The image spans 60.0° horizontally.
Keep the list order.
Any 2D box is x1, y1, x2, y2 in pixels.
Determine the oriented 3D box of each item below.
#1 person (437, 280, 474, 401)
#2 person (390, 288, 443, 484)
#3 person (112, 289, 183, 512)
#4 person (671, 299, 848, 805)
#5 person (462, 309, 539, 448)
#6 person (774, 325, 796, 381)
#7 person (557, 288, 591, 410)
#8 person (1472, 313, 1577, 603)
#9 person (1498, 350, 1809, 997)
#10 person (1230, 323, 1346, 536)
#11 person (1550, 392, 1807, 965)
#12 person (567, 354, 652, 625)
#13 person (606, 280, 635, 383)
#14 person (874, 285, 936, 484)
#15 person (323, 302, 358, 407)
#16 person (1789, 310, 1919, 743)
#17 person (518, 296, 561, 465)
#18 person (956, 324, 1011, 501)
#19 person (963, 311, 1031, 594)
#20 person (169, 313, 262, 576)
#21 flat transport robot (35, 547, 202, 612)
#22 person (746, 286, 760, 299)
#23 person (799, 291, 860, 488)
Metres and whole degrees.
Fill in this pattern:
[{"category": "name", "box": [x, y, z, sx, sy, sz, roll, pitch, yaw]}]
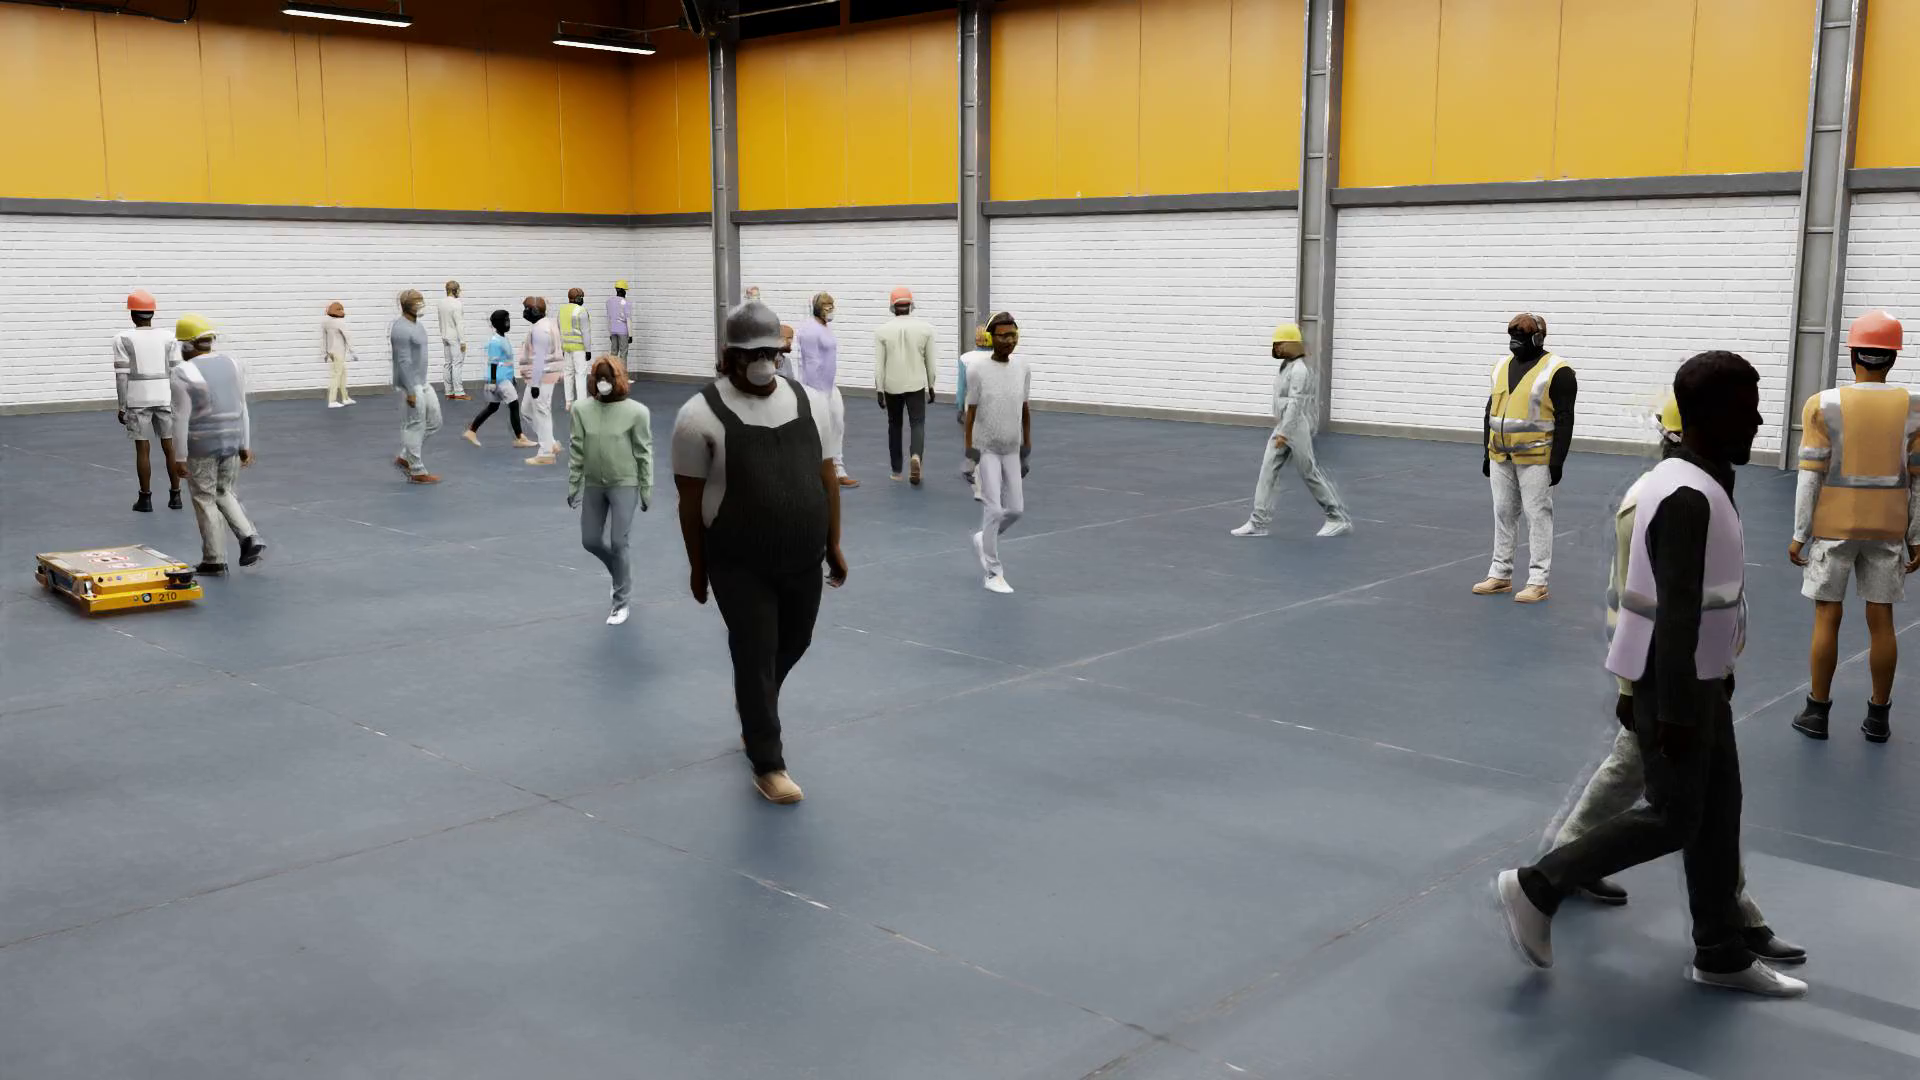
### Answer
[{"category": "person", "box": [-8.135, -3.198, 26.739, 0.628, 1.939, 0.373, 9, 13, 42]}, {"category": "person", "box": [-5.336, -1.495, 16.318, 0.425, 1.928, 0.658, 0, 9, 0]}, {"category": "person", "box": [-7.093, -1.214, 14.557, 0.548, 1.942, 0.348, -8, 12, -40]}, {"category": "person", "box": [-0.837, -0.011, 6.880, 0.678, 2.000, 0.923, -6, 11, -33]}, {"category": "person", "box": [-5.491, -1.904, 19.668, 0.868, 1.655, 0.523, -1, 9, -9]}, {"category": "person", "box": [-1.605, -1.155, 15.209, 0.639, 1.608, 0.502, 2, 9, 11]}, {"category": "person", "box": [-5.728, -2.847, 24.882, 0.634, 1.839, 0.429, 7, 12, 38]}, {"category": "person", "box": [3.596, -0.526, 10.647, 0.429, 1.841, 0.633, -6, 11, -32]}, {"category": "person", "box": [2.068, 0.393, 4.849, 0.746, 1.905, 0.611, 5, 10, 27]}, {"category": "person", "box": [2.645, -0.862, 13.152, 0.908, 1.700, 0.500, -2, 9, -12]}, {"category": "person", "box": [2.286, 0.384, 5.314, 0.871, 1.804, 0.607, 7, 12, 37]}, {"category": "person", "box": [-2.094, -0.322, 10.069, 0.517, 1.617, 0.526, 2, 9, 11]}, {"category": "person", "box": [-6.280, -3.851, 30.805, 0.582, 1.919, 0.388, 5, 11, 29]}, {"category": "person", "box": [-0.541, -1.522, 16.390, 0.619, 1.965, 0.858, 0, 9, -1]}, {"category": "person", "box": [-9.512, -2.855, 25.649, 0.508, 1.610, 0.700, 7, 11, 36]}, {"category": "person", "box": [4.032, -0.057, 7.475, 0.553, 1.935, 0.362, 3, 10, 15]}, {"category": "person", "box": [-4.546, -1.713, 17.948, 0.448, 1.832, 0.651, -2, 9, -11]}, {"category": "person", "box": [0.237, -1.165, 15.229, 0.549, 1.622, 0.347, 0, 9, 0]}, {"category": "person", "box": [0.218, -0.589, 11.027, 0.521, 1.855, 0.599, -5, 10, -27]}, {"category": "person", "box": [-5.153, -0.642, 11.418, 0.453, 1.817, 0.603, 4, 10, 24]}, {"category": "flat transport robot", "box": [-5.495, 0.229, 10.817, 0.652, 0.197, 1.431, -8, 12, -40]}, {"category": "person", "box": [-3.203, -2.983, 25.663, 0.977, 1.865, 0.659, 5, 11, 28]}, {"category": "person", "box": [-1.403, -1.432, 16.009, 0.789, 1.914, 0.632, 3, 10, 16]}]
